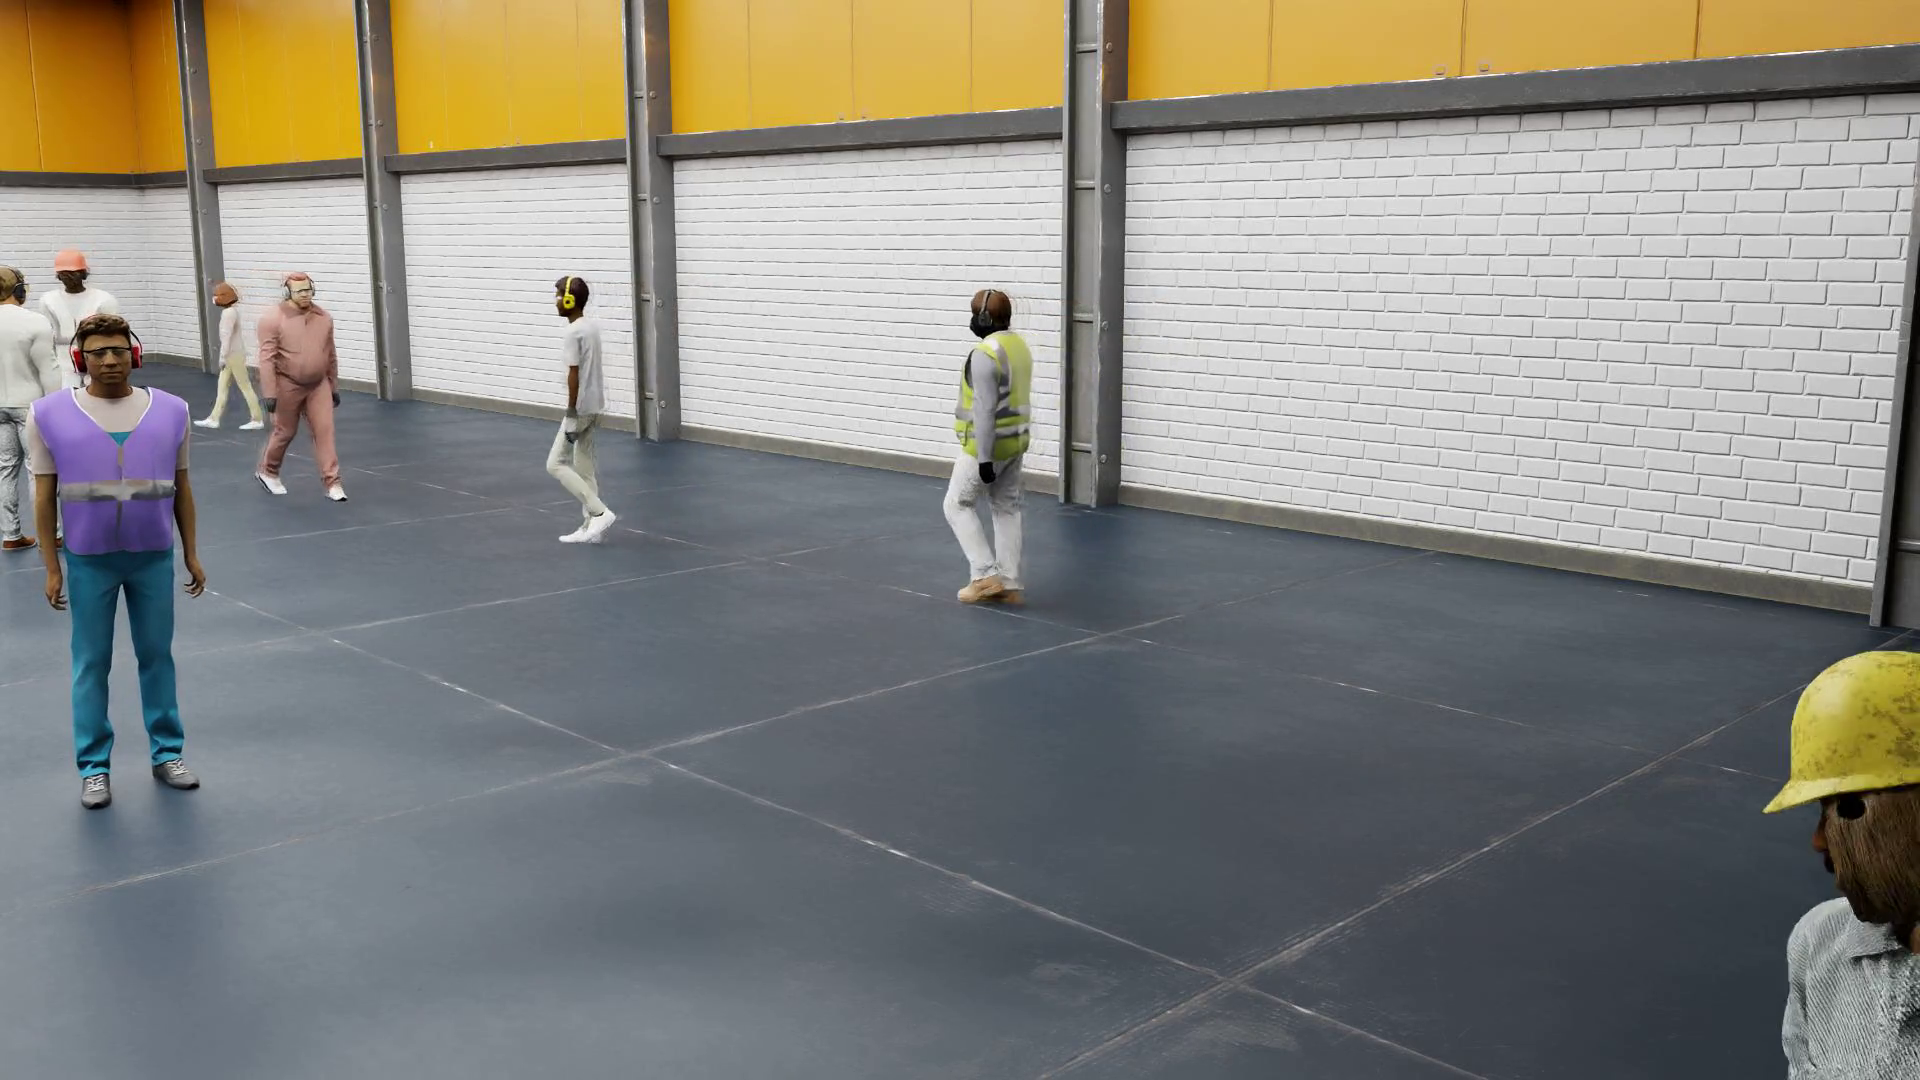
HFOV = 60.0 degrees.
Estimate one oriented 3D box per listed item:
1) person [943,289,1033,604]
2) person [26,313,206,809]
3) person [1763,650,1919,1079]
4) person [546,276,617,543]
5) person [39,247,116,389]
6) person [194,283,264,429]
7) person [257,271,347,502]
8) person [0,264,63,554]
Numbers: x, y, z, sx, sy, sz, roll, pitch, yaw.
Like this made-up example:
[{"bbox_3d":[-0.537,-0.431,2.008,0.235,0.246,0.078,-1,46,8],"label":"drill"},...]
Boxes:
[{"bbox_3d":[0.159,-0.527,9.600,0.494,1.823,0.642,6,12,29],"label":"person"},{"bbox_3d":[-3.183,0.065,6.315,0.563,1.847,0.393,-8,13,-38],"label":"person"},{"bbox_3d":[1.131,0.974,1.764,0.439,1.698,0.645,-5,11,-23],"label":"person"},{"bbox_3d":[-2.630,-0.873,11.412,0.398,1.856,0.550,1,10,7],"label":"person"},{"bbox_3d":[-7.509,-1.475,14.232,0.617,2.027,0.428,-3,11,-16],"label":"person"},{"bbox_3d":[-8.058,-1.992,18.181,0.789,1.593,0.526,-4,11,-21],"label":"person"},{"bbox_3d":[-5.374,-1.253,13.502,0.971,1.856,0.693,9,14,41],"label":"person"},{"bbox_3d":[-6.289,-0.865,11.143,0.636,1.939,0.369,1,10,7],"label":"person"}]
